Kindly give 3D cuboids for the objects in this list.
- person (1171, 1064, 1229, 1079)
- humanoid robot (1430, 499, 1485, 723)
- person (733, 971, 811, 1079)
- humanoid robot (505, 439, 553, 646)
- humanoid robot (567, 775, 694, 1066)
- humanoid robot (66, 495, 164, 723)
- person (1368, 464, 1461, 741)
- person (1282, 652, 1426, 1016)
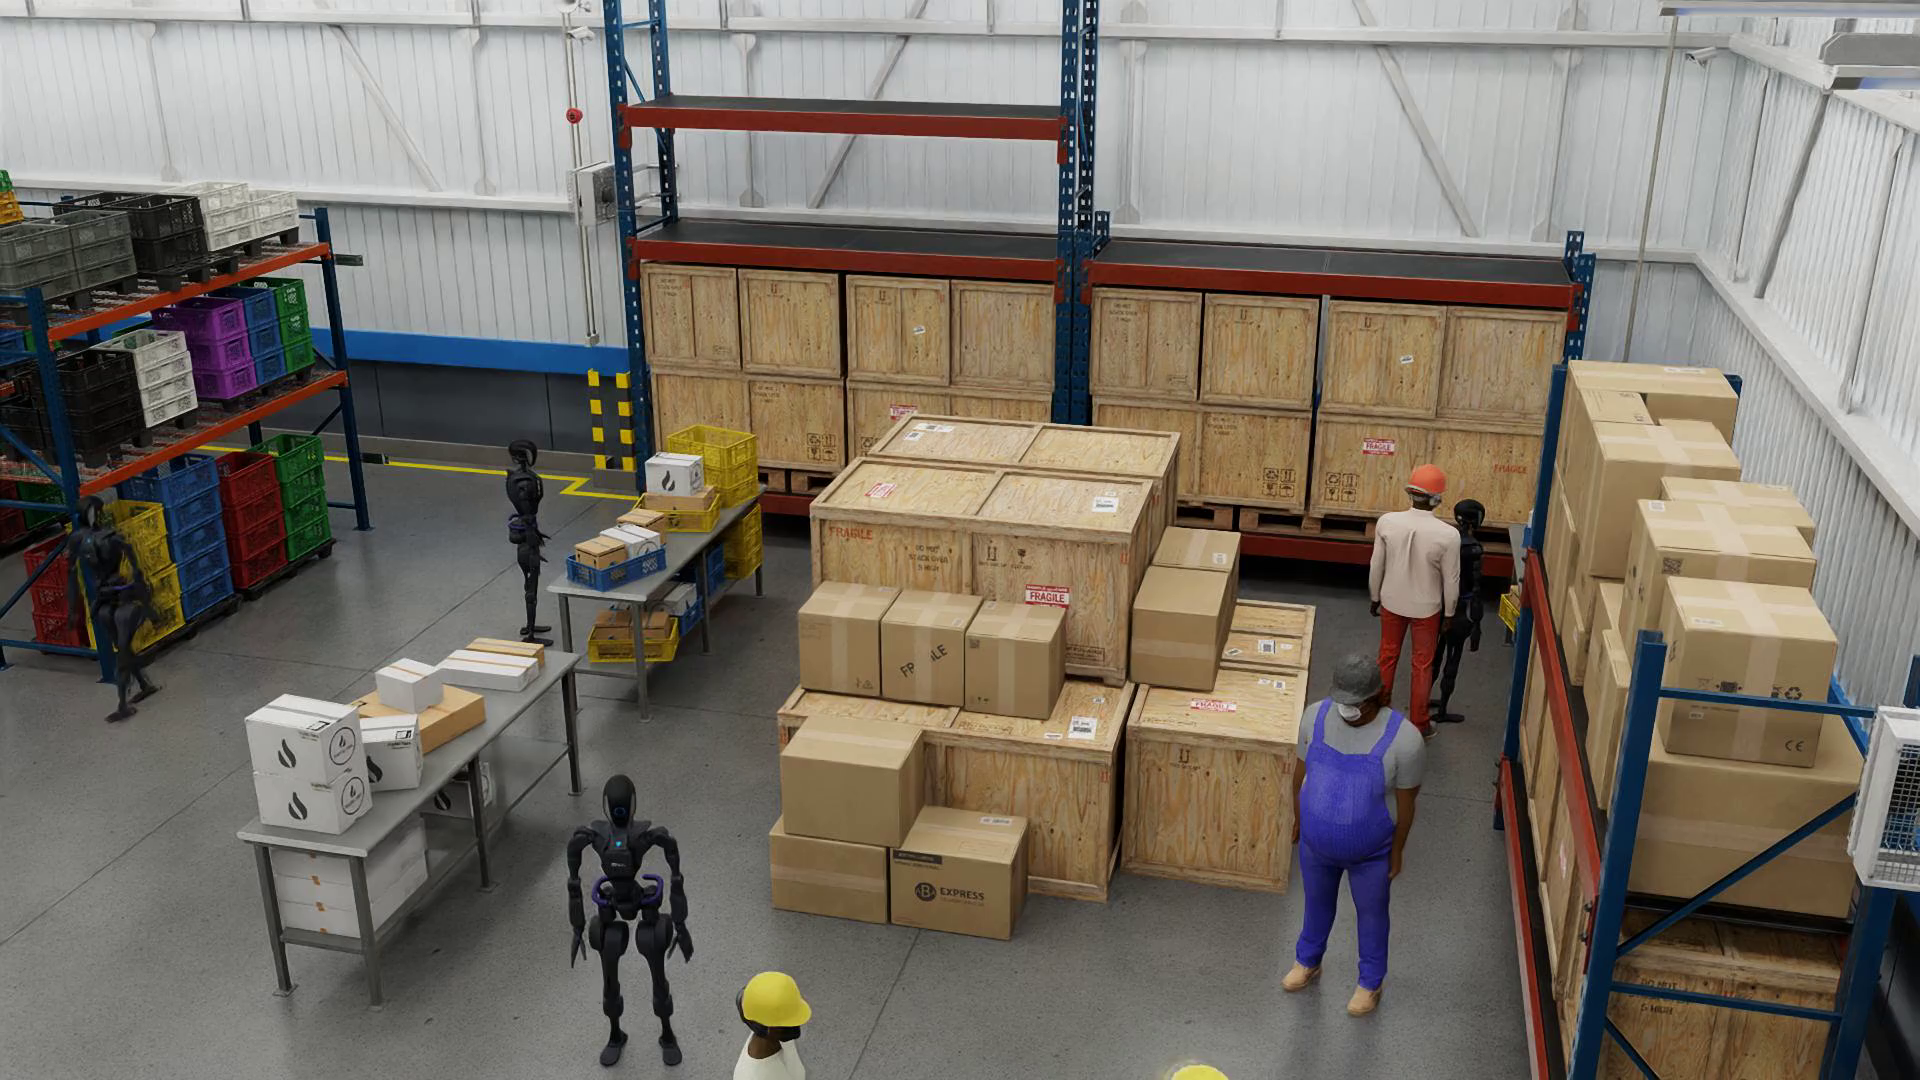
[{"bbox_3d":[0.745,2.636,5.883,0.608,1.891,0.876,-12,24,-29],"label":"person"},{"bbox_3d":[3.507,0.486,11.801,0.327,1.655,0.582,-4,21,-10],"label":"humanoid robot"},{"bbox_3d":[-0.720,2.448,6.542,0.326,1.767,0.530,3,21,8],"label":"person"},{"bbox_3d":[-3.372,0.002,13.049,0.315,1.657,0.609,-5,21,-13],"label":"humanoid robot"},{"bbox_3d":[-1.615,1.875,8.175,0.601,1.648,0.365,0,21,-1],"label":"humanoid robot"},{"bbox_3d":[-6.068,0.479,11.840,0.629,1.635,0.690,7,22,18],"label":"humanoid robot"},{"bbox_3d":[3.132,0.437,11.489,0.619,1.990,0.394,14,25,32],"label":"person"},{"bbox_3d":[1.997,1.507,8.625,0.675,2.000,0.536,14,25,32],"label":"person"}]
